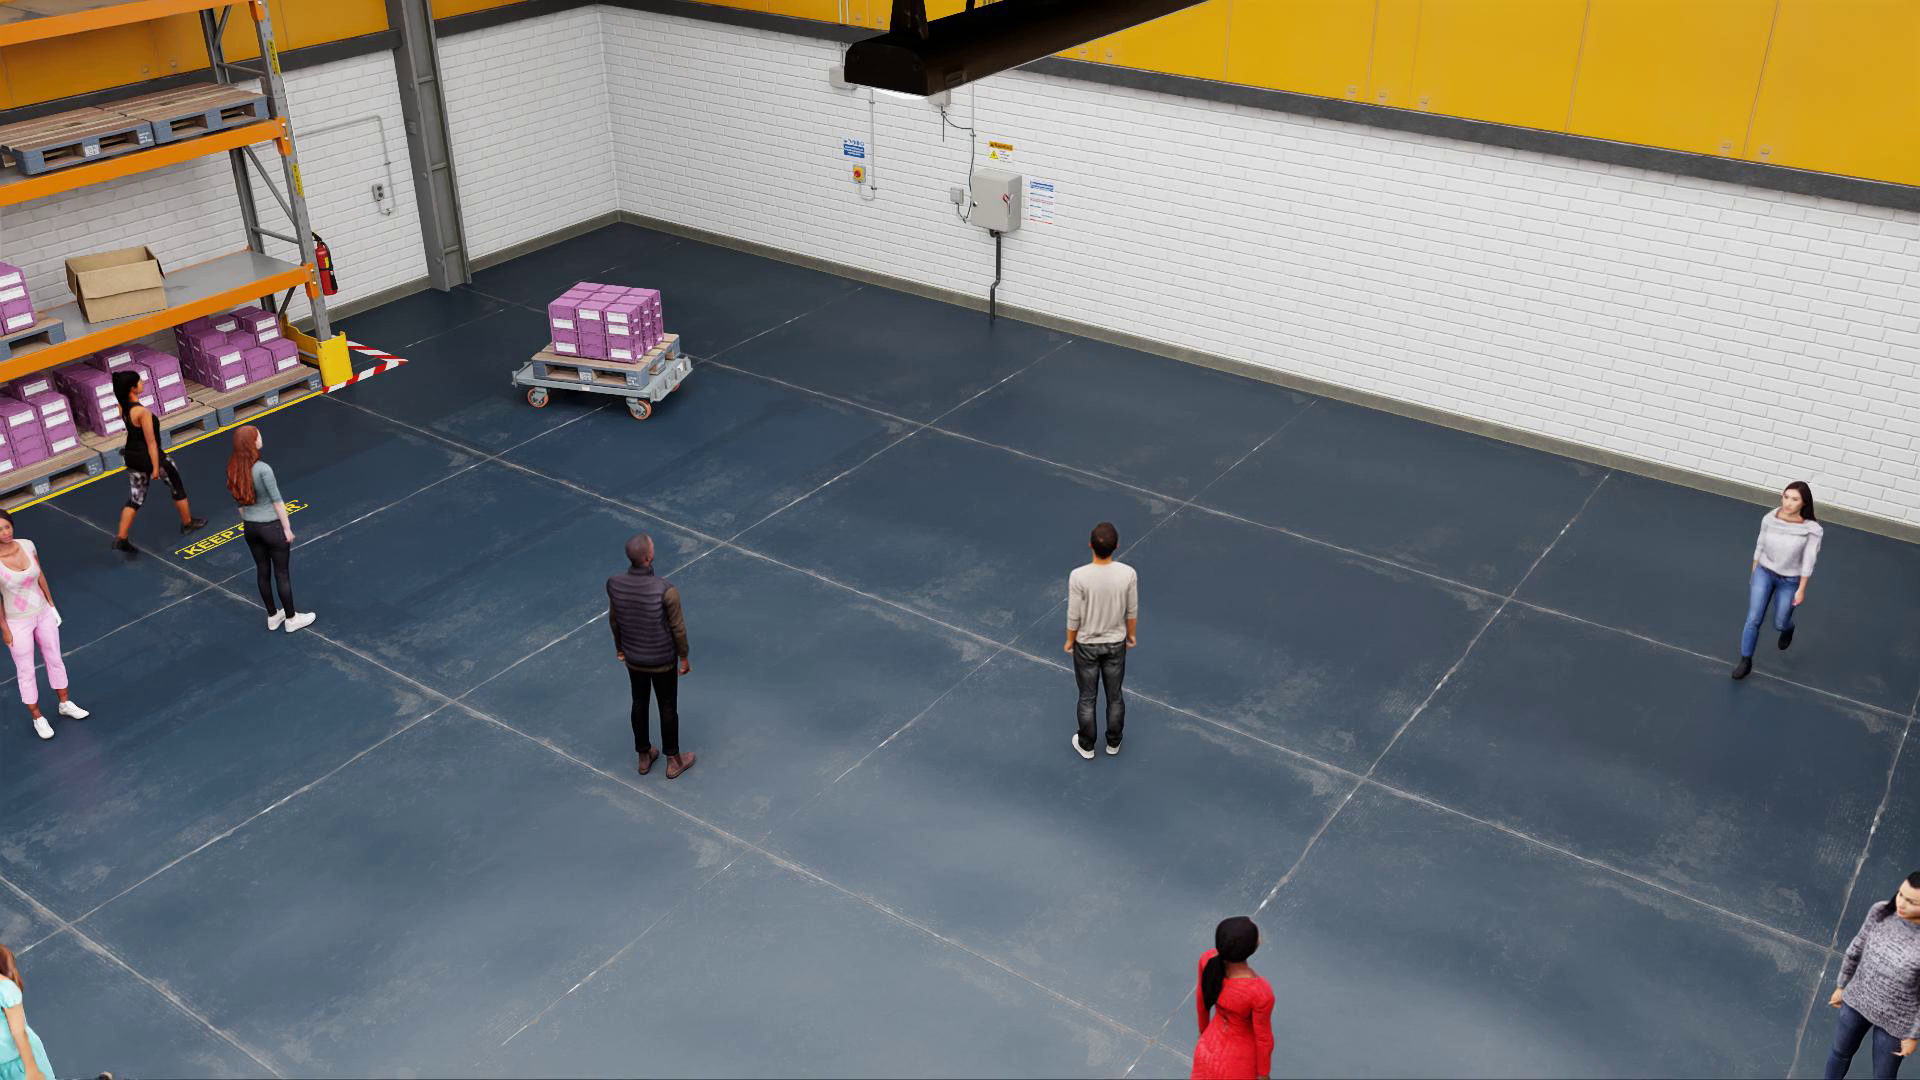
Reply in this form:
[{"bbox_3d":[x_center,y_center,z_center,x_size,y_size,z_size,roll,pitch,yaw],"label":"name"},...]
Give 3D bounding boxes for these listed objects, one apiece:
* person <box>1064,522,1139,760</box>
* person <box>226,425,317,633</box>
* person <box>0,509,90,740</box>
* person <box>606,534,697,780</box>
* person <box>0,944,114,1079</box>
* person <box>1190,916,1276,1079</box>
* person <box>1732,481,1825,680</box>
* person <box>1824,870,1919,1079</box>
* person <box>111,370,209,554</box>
[{"bbox_3d":[0.973,0.696,11.442,0.730,1.811,0.778,-3,29,-6],"label":"person"},{"bbox_3d":[-5.410,-0.087,12.949,0.641,1.742,0.608,10,30,18],"label":"person"},{"bbox_3d":[-6.594,0.564,11.757,0.641,1.741,0.476,15,32,26],"label":"person"},{"bbox_3d":[-2.101,0.781,11.261,0.756,1.835,0.675,9,30,15],"label":"person"},{"bbox_3d":[-4.682,2.550,8.327,0.655,1.540,0.971,13,31,23],"label":"person"},{"bbox_3d":[1.290,2.545,8.083,0.693,1.783,0.699,-20,35,-33],"label":"person"},{"bbox_3d":[6.134,0.288,12.397,0.958,1.615,0.723,-23,36,-36],"label":"person"},{"bbox_3d":[4.687,2.375,8.448,0.676,1.732,0.692,-14,32,-24],"label":"person"},{"bbox_3d":[-6.977,-0.644,14.097,0.670,1.622,1.128,14,32,24],"label":"person"}]
